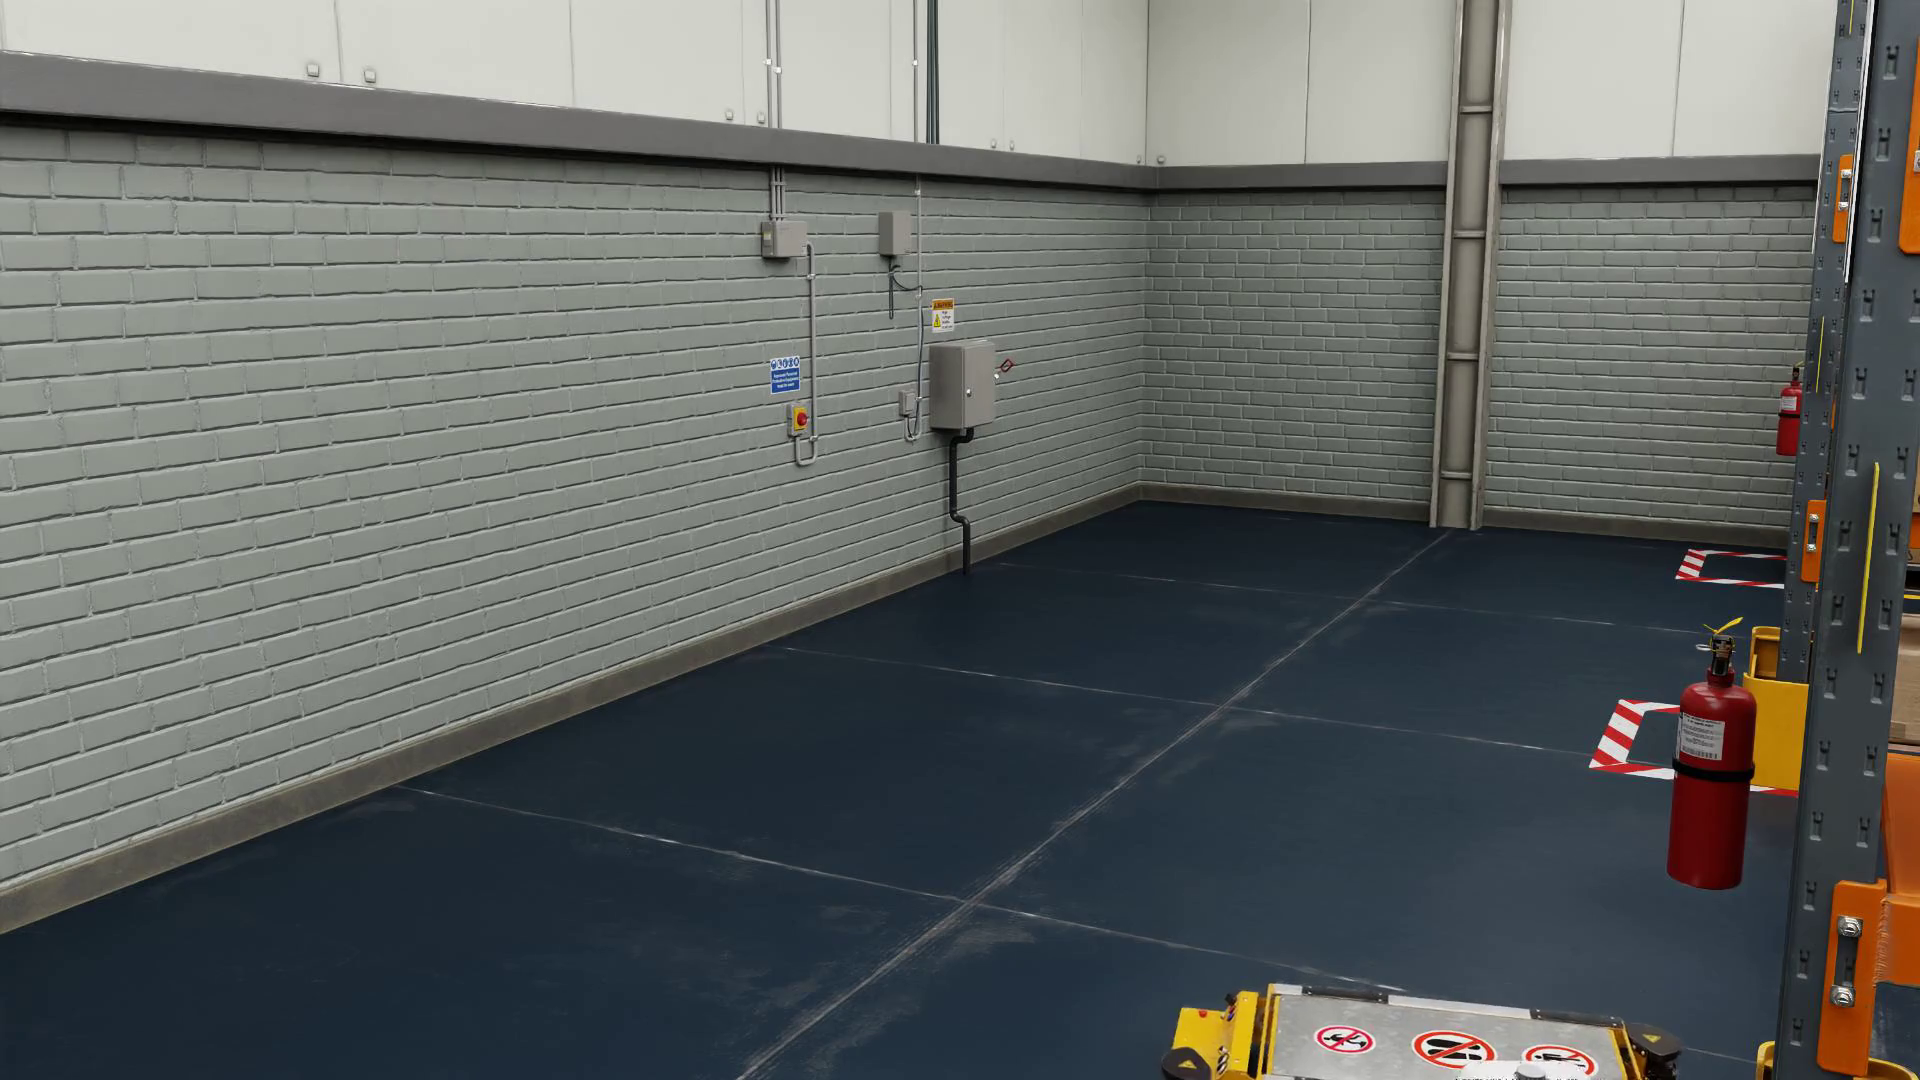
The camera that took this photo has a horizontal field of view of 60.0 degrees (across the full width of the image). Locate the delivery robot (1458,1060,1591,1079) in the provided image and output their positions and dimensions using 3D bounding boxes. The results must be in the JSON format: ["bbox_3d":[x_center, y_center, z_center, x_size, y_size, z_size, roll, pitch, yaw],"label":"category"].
[{"bbox_3d":[1.421,1.490,3.920,0.477,0.478,0.707,0,10,1],"label":"delivery robot"}]

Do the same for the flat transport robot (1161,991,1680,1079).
[{"bbox_3d":[1.313,1.531,4.724,1.431,0.197,0.652,2,11,13],"label":"flat transport robot"}]
